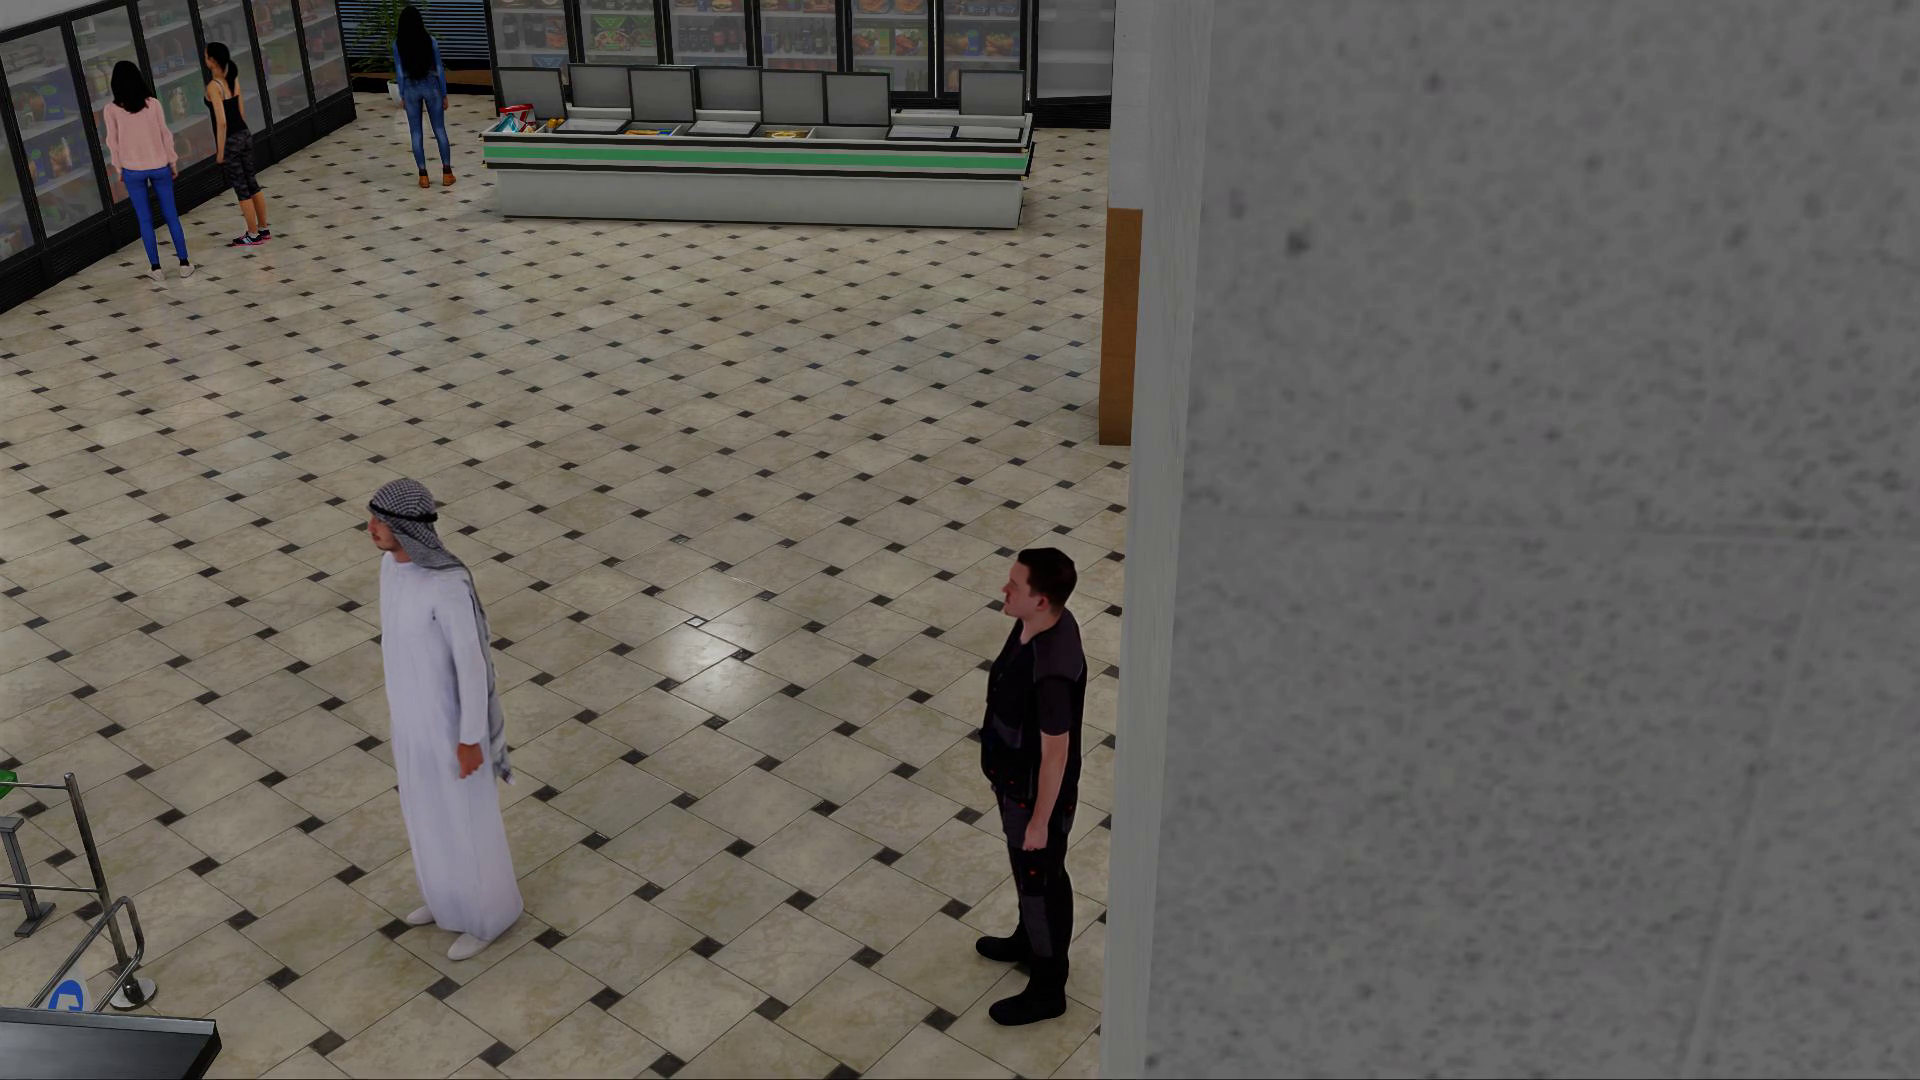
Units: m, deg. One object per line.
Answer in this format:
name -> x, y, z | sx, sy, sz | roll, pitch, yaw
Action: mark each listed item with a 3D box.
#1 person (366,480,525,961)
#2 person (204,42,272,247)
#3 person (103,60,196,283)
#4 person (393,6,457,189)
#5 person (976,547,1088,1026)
person -> -1.919, 0.656, 6.136 | 0.780, 1.926, 0.861 | 23, 35, 38
person -> -6.280, -3.432, 14.416 | 0.556, 1.730, 0.587 | 5, 27, 9
person -> -6.608, -2.993, 13.507 | 0.679, 1.768, 0.792 | -14, 30, -25
person -> -5.208, -4.295, 16.137 | 0.574, 1.713, 0.725 | -7, 28, -14
person -> 0.264, 0.853, 5.838 | 0.659, 1.846, 0.768 | -3, 27, -5
